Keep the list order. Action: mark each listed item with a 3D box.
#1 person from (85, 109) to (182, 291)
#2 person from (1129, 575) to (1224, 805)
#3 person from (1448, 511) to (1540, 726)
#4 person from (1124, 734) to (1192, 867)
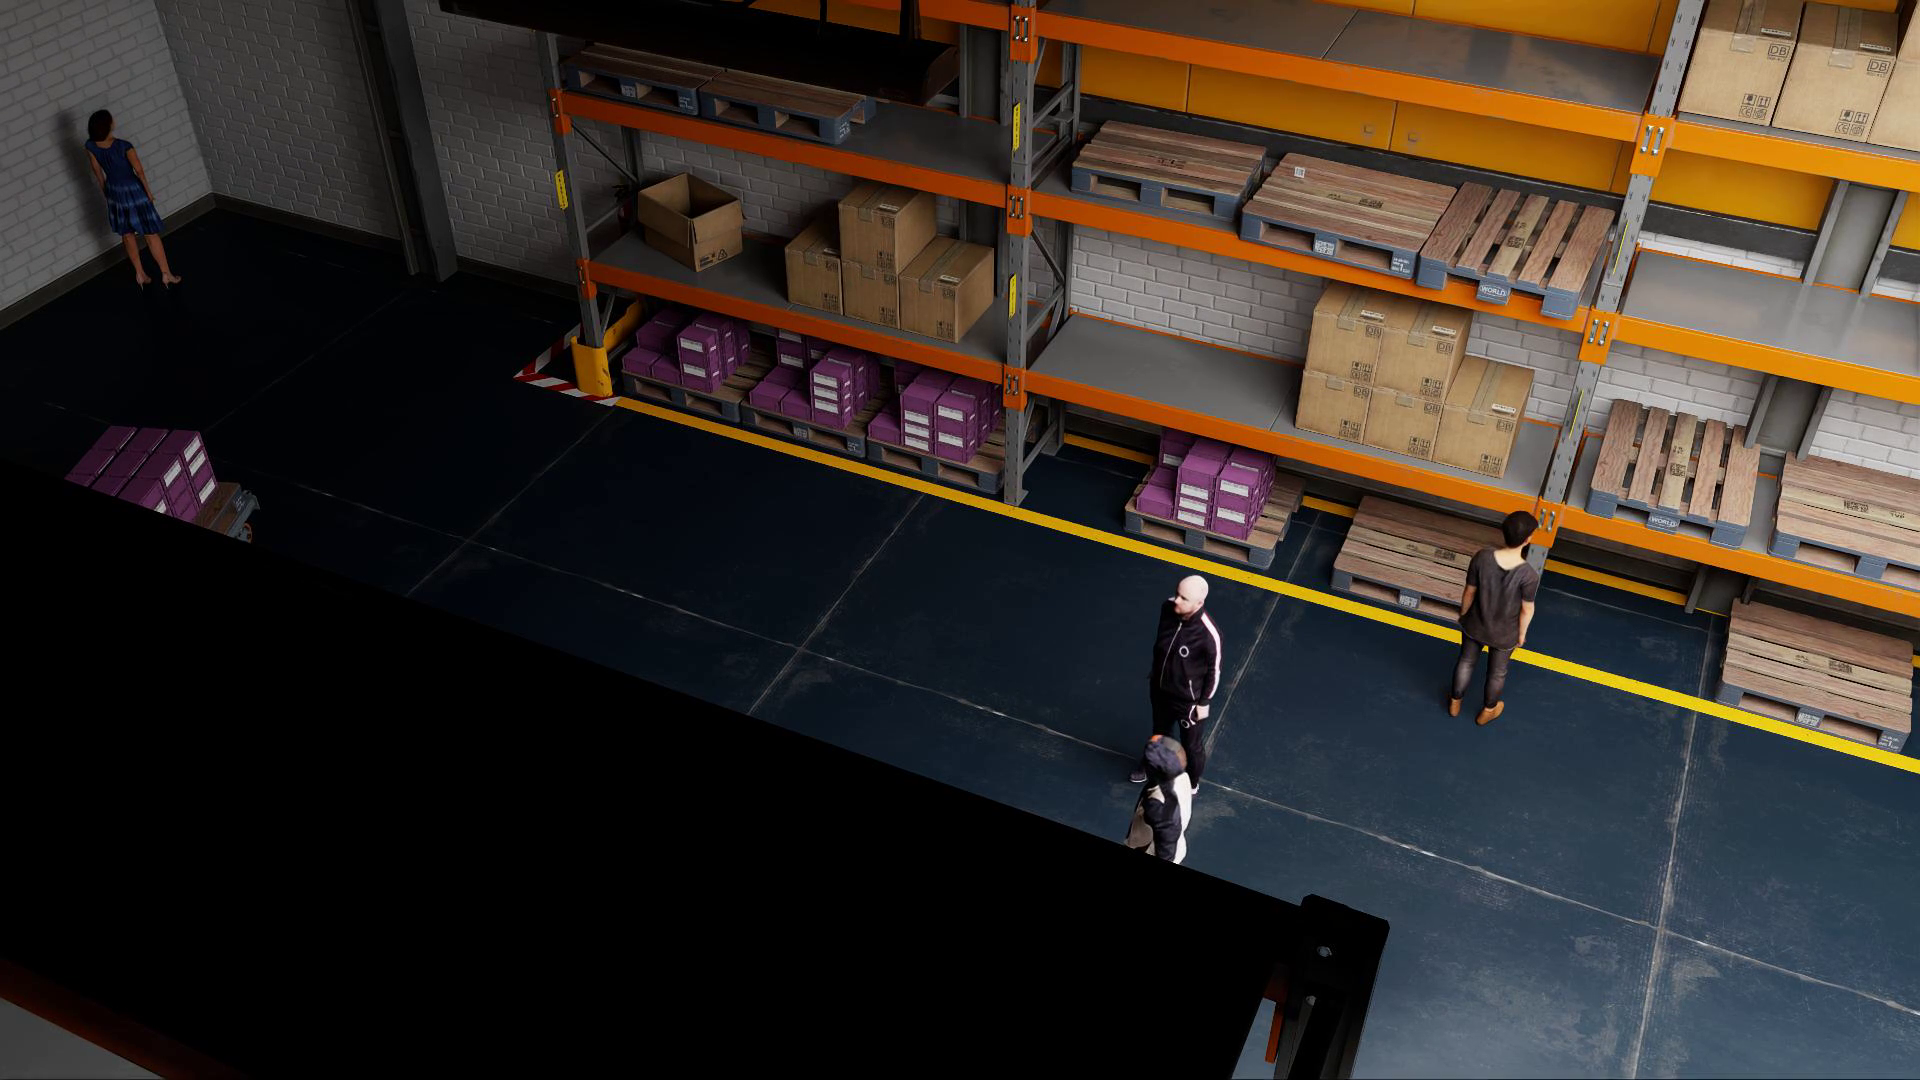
[{"bbox_3d":[-7.834,-3.204,15.689,0.648,1.806,0.803,2,39,2],"label":"person"},{"bbox_3d":[1.403,0.934,10.482,0.815,1.837,0.684,-26,45,-28],"label":"person"},{"bbox_3d":[3.558,0.535,11.084,0.531,1.710,0.709,22,44,25],"label":"person"},{"bbox_3d":[1.101,1.810,9.342,0.702,1.892,0.757,4,39,5],"label":"person"}]
